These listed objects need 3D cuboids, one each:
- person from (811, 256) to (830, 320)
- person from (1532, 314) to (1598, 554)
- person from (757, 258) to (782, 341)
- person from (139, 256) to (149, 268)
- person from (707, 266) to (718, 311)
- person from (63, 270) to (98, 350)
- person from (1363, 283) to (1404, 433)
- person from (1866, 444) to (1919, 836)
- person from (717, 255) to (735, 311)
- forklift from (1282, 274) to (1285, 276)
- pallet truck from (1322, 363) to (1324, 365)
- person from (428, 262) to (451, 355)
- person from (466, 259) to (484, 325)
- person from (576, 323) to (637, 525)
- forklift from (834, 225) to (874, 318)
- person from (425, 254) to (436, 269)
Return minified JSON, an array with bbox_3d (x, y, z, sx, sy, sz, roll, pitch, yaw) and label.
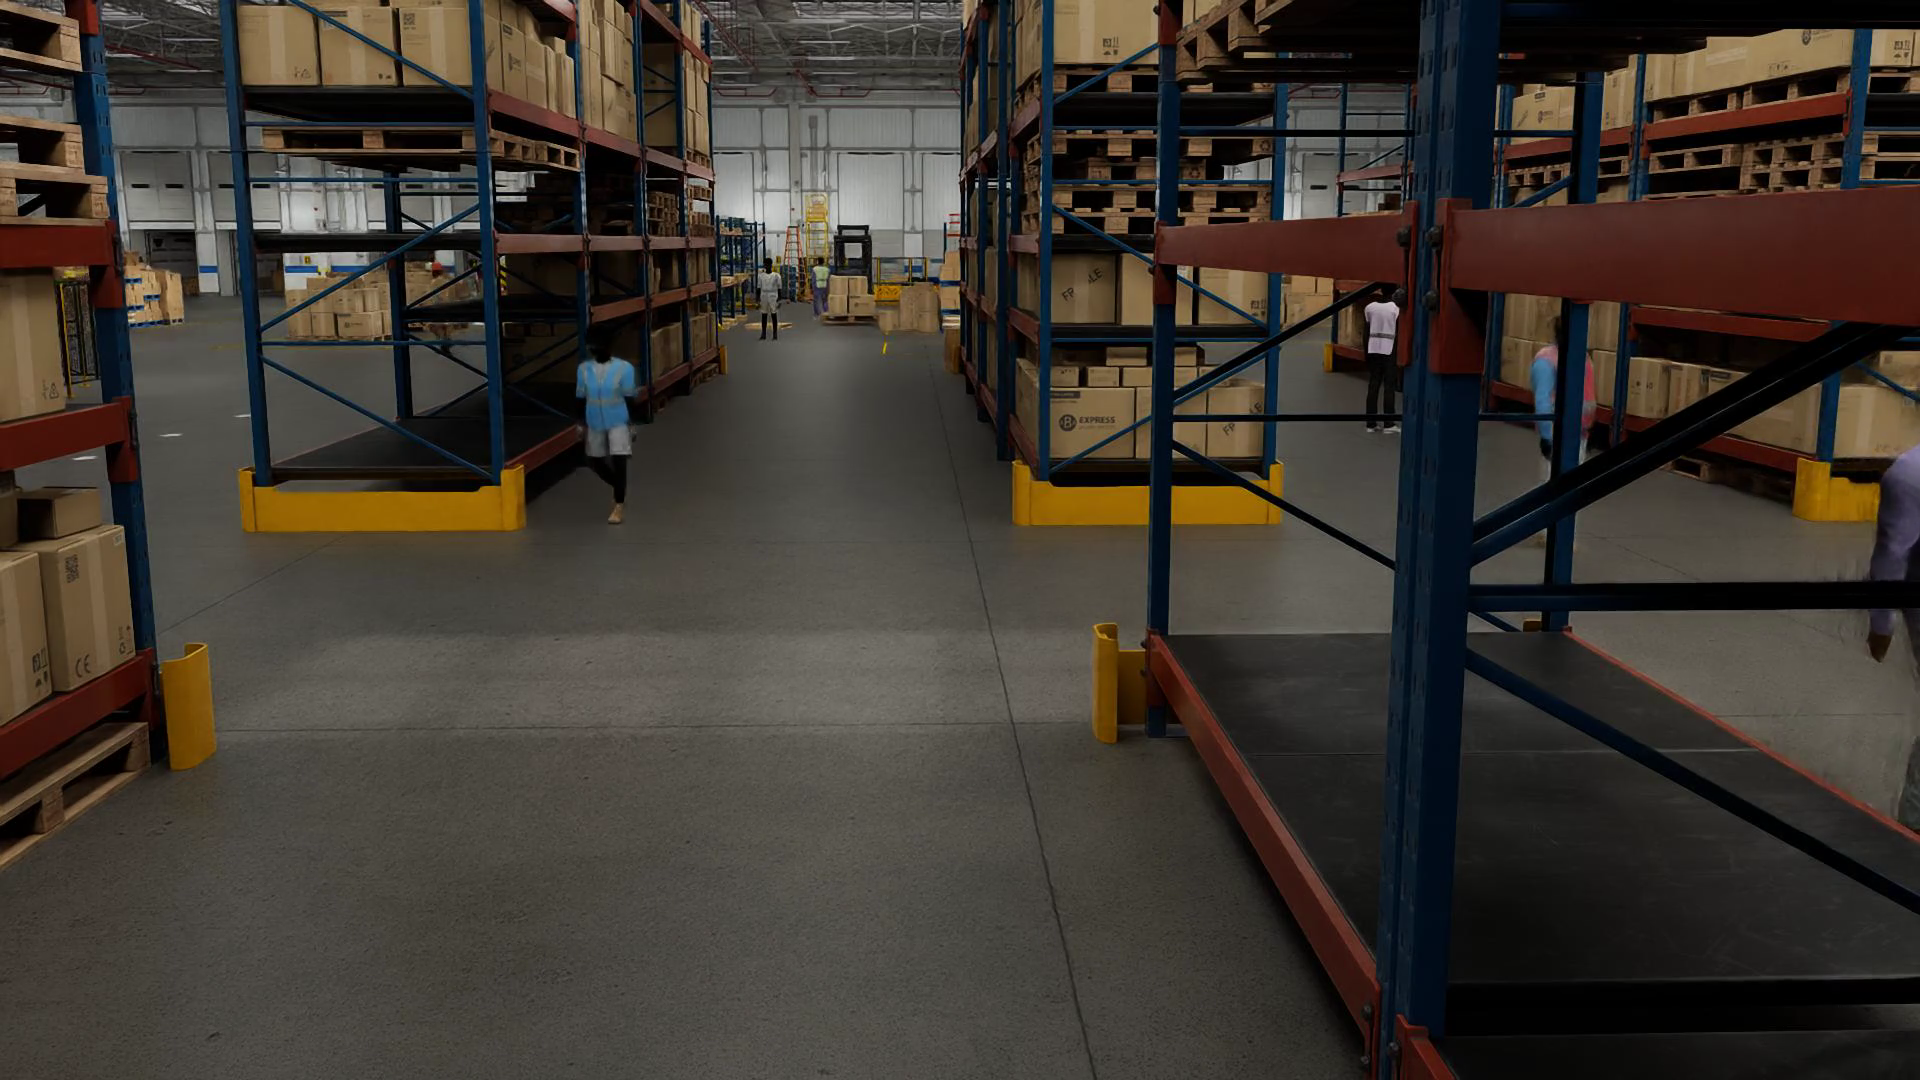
[{"bbox_3d":[-4.147,-7.517,49.736,0.601,1.899,0.406,-5,12,-28],"label":"person"},{"bbox_3d":[4.556,-0.810,12.533,0.631,1.842,0.429,-9,13,-40],"label":"person"},{"bbox_3d":[-4.534,-5.708,39.463,0.601,1.967,0.367,2,10,9],"label":"person"},{"bbox_3d":[-26.318,-8.197,53.532,0.967,1.904,0.631,5,11,24],"label":"person"},{"bbox_3d":[-8.384,-8.675,56.350,0.634,1.839,0.429,8,13,39],"label":"person"},{"bbox_3d":[-19.113,-4.975,36.011,0.529,1.740,0.745,5,12,28],"label":"person"},{"bbox_3d":[5.216,-2.266,20.430,0.373,1.915,0.596,-9,13,-40],"label":"person"},{"bbox_3d":[3.699,0.327,6.011,0.638,1.908,0.840,-1,10,-7],"label":"person"},{"bbox_3d":[-7.921,-8.525,55.382,0.954,1.877,0.619,1,10,7],"label":"person"},{"bbox_3d":[12.135,-10.836,65.485,1.129,2.768,1.873,0,10,-2],"label":"forklift"},{"bbox_3d":[7.712,-4.157,30.737,1.885,1.965,0.823,3,11,16],"label":"pallet truck"},{"bbox_3d":[-10.792,-4.802,34.516,0.428,1.924,0.543,6,12,28],"label":"person"},{"bbox_3d":[-13.693,-6.985,46.866,0.533,1.864,0.310,9,13,40],"label":"person"},{"bbox_3d":[-2.933,-0.982,13.934,0.548,1.671,0.561,2,10,10],"label":"person"},{"bbox_3d":[-3.145,-7.921,49.247,1.129,2.768,1.873,0,10,-2],"label":"forklift"},{"bbox_3d":[-17.176,-8.333,54.168,0.372,1.940,0.629,-8,13,-39],"label":"person"}]
